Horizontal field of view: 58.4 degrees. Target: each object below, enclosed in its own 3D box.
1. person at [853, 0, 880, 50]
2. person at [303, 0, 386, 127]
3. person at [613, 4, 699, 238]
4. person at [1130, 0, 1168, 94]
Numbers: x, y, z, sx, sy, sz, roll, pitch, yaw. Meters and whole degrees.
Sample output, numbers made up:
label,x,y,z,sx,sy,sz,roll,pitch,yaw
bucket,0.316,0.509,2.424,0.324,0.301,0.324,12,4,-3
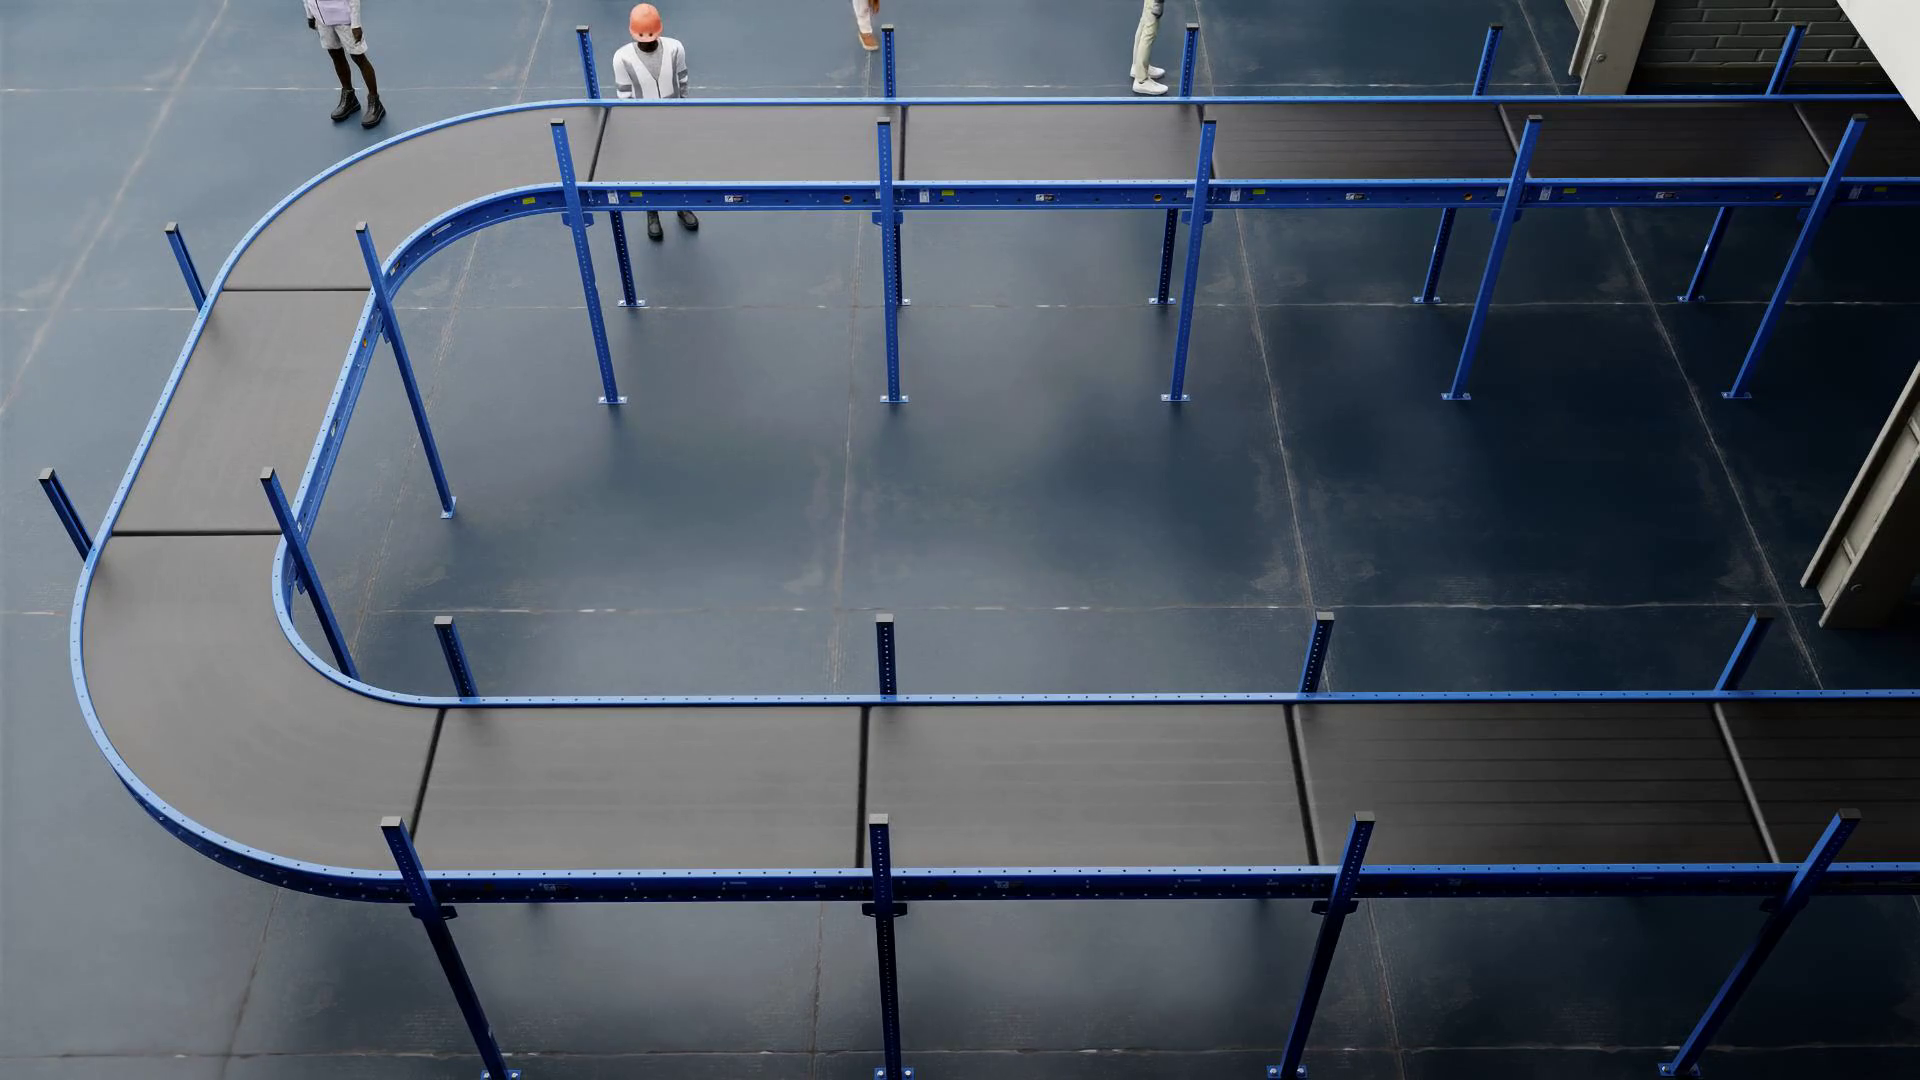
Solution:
label,x,y,z,sx,sy,sz,roll,pitch,yaw
person,-0.834,-5.263,14.837,0.619,1.982,0.597,-14,49,-13
person,-5.090,-4.270,13.937,0.545,1.941,0.351,16,49,14
person,-2.254,-3.145,12.890,0.550,1.933,0.374,-18,50,-16
person,1.639,-4.620,14.323,0.319,1.858,0.511,-1,47,-1
